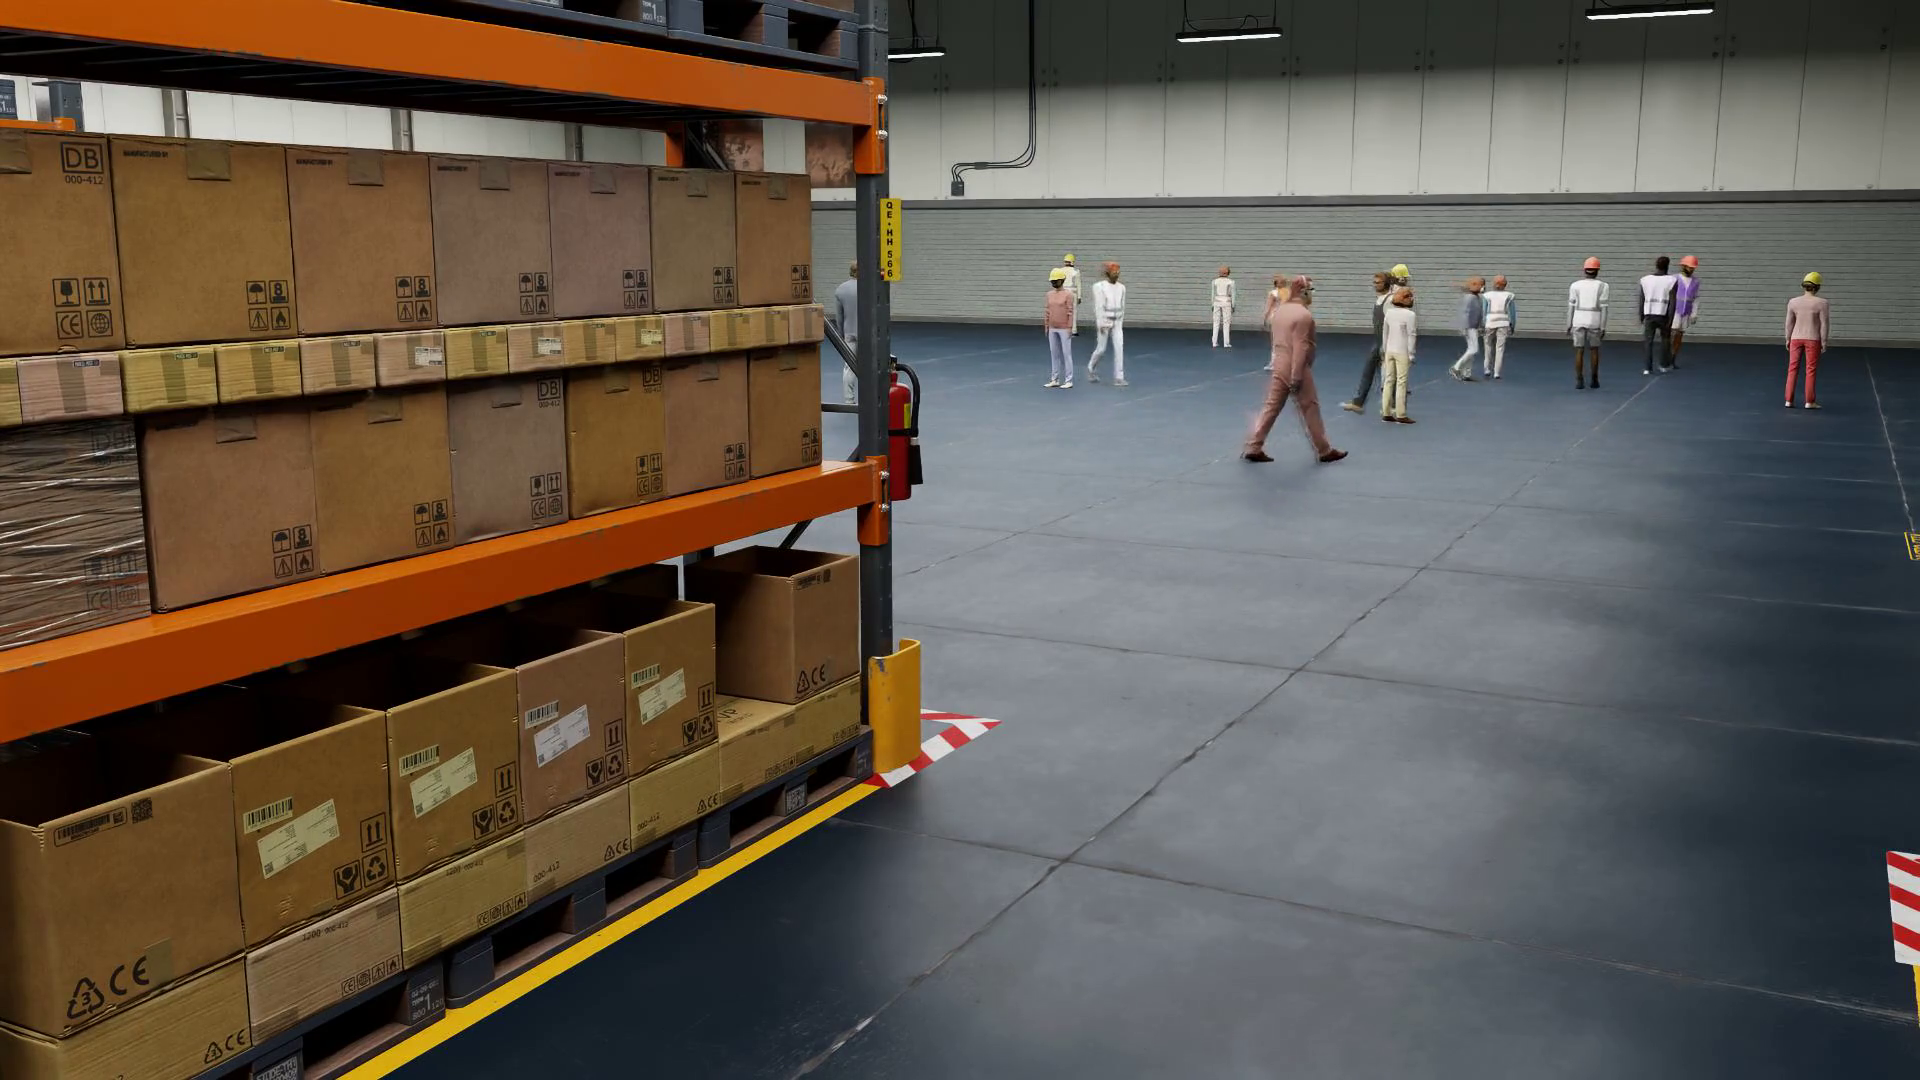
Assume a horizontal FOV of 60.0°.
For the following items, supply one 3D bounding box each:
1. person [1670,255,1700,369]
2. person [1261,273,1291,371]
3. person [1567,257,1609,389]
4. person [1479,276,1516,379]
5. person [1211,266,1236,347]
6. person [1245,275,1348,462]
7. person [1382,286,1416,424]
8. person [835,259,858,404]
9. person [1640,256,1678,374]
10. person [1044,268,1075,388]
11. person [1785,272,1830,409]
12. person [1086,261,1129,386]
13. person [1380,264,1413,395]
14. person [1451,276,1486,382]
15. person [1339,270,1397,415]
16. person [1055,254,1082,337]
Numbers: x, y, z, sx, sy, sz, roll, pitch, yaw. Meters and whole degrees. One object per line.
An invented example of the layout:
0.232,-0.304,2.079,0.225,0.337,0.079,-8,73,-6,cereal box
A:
12.094,-3.802,27.837,0.573,1.905,0.635,-1,10,-4,person
5.115,-3.531,27.133,0.546,1.610,0.698,-8,13,-37,person
9.200,-3.174,24.392,0.564,1.932,0.537,5,12,26,person
8.508,-3.368,26.318,0.546,1.592,0.846,4,11,19,person
5.276,-4.674,33.359,0.508,1.629,0.314,5,12,27,person
3.314,-1.676,16.410,1.043,1.849,0.663,-3,11,-16,person
5.254,-2.207,19.891,0.281,1.633,0.501,-6,12,-28,person
-1.293,-2.620,21.316,0.631,1.939,0.372,5,12,26,person
11.408,-3.660,27.125,0.603,1.892,0.855,8,13,36,person
1.450,-3.108,24.470,0.525,1.761,0.333,9,14,40,person
10.970,-2.577,21.544,0.310,1.768,0.533,-9,14,-41,person
2.218,-3.251,24.969,0.567,1.857,0.828,-5,12,-26,person
6.153,-2.953,23.417,0.404,1.833,0.593,-4,11,-20,person
7.847,-3.218,25.461,0.378,1.616,0.498,7,13,34,person
5.163,-2.440,20.692,0.880,1.804,0.537,-1,10,-6,person
2.397,-5.379,36.651,0.593,1.828,0.403,4,11,21,person
